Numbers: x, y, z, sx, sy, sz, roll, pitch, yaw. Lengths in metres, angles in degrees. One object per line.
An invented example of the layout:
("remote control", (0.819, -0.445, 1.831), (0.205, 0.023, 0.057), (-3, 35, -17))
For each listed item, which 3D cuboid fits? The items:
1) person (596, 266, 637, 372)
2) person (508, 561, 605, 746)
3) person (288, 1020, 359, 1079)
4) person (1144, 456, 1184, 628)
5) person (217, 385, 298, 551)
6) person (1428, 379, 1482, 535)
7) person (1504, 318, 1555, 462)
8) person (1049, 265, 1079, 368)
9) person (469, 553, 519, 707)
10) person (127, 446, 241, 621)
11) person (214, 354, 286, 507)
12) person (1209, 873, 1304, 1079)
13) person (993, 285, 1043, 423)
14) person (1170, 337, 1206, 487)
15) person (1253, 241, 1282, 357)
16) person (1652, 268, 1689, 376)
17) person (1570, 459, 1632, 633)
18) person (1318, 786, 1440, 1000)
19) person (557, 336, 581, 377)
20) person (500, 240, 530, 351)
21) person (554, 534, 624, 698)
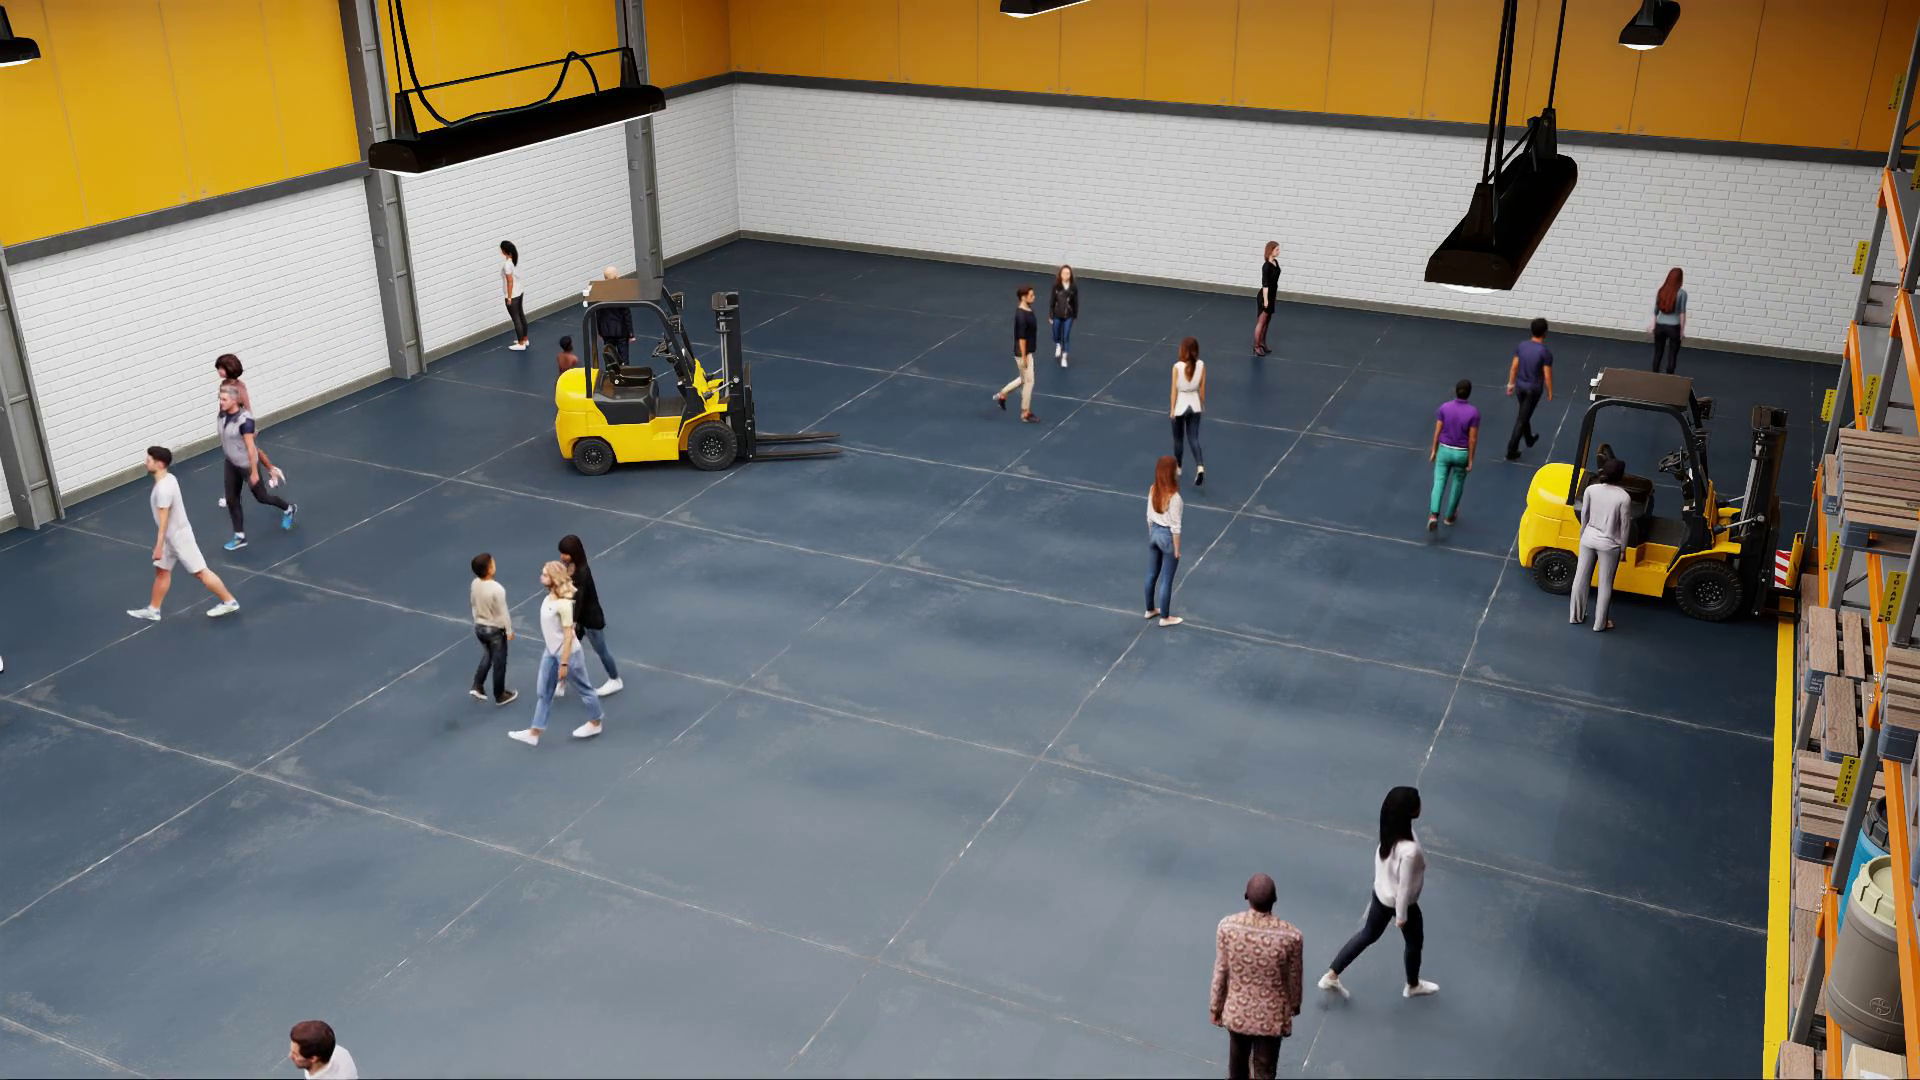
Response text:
("person", (-4.708, -2.849, 22.703), (0.718, 1.799, 0.609), (7, 25, 16))
("person", (-3.262, 0.959, 14.126), (1.147, 1.692, 0.989), (-14, 27, -29))
("person", (-3.116, 3.255, 8.746), (1.208, 1.794, 1.268), (-4, 24, -9))
("person", (1.993, -0.003, 16.281), (0.662, 1.728, 0.649), (-15, 28, -30))
("person", (-7.705, -0.821, 18.066), (0.734, 1.798, 1.157), (12, 26, 26))
("person", (5.408, -0.902, 18.321), (0.640, 1.742, 1.050), (11, 26, 24))
("person", (6.908, -1.810, 20.373), (1.133, 1.761, 0.952), (-18, 29, -35))
("person", (1.492, -3.266, 24.071), (0.704, 1.468, 0.919), (3, 24, 7))
("person", (-4.202, 0.831, 14.717), (0.565, 1.453, 0.665), (13, 27, 28))
("person", (-7.545, -0.028, 16.246), (1.315, 1.802, 1.227), (-9, 25, -20))
("person", (-8.250, -1.304, 19.239), (0.688, 1.742, 1.143), (14, 27, 30))
("person", (1.731, 2.808, 9.765), (0.689, 1.797, 1.138), (9, 25, 20))
("person", (0.759, -2.433, 21.702), (0.894, 1.839, 0.935), (2, 24, 5))
("person", (2.724, -1.504, 19.670), (0.976, 1.765, 1.084), (-6, 24, -13))
("person", (4.510, -3.560, 24.454), (0.652, 1.701, 0.457), (12, 26, 26))
("person", (9.696, -2.873, 22.830), (0.685, 1.741, 0.695), (-22, 32, -40))
("person", (6.242, 0.032, 16.193), (0.704, 1.736, 0.652), (21, 31, 40))
("person", (2.774, 2.361, 10.952), (1.074, 1.665, 1.100), (-5, 24, -10))
("person", (-5.079, -2.011, 21.487), (0.516, 1.239, 0.624), (10, 25, 21))
("person", (-6.624, -3.652, 24.736), (0.687, 1.642, 0.554), (3, 24, 6))
("person", (-3.276, 0.675, 14.887), (1.049, 1.603, 0.837), (-17, 29, -34))
